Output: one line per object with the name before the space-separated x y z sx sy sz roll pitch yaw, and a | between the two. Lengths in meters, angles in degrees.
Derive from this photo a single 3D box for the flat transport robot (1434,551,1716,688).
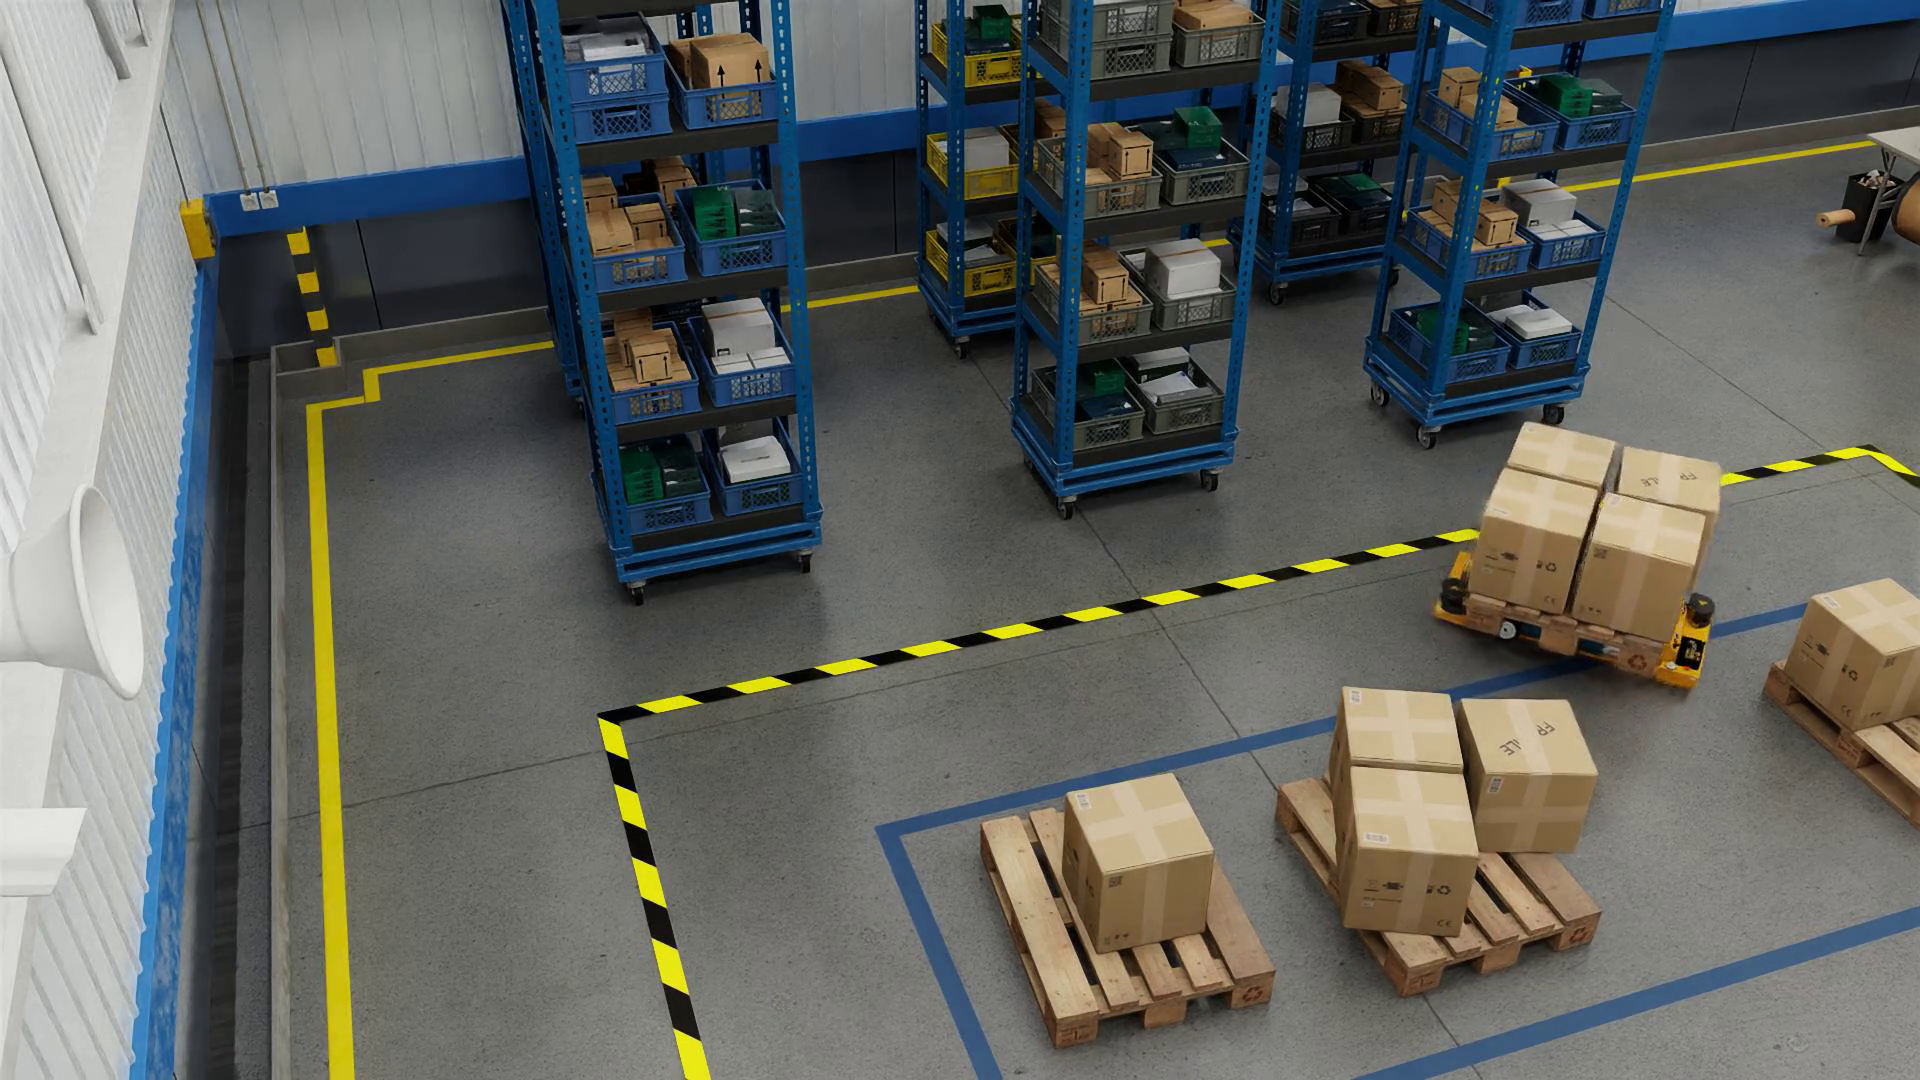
flat transport robot | 3.504 0.386 9.484 1.431 0.197 0.652 16 38 21
